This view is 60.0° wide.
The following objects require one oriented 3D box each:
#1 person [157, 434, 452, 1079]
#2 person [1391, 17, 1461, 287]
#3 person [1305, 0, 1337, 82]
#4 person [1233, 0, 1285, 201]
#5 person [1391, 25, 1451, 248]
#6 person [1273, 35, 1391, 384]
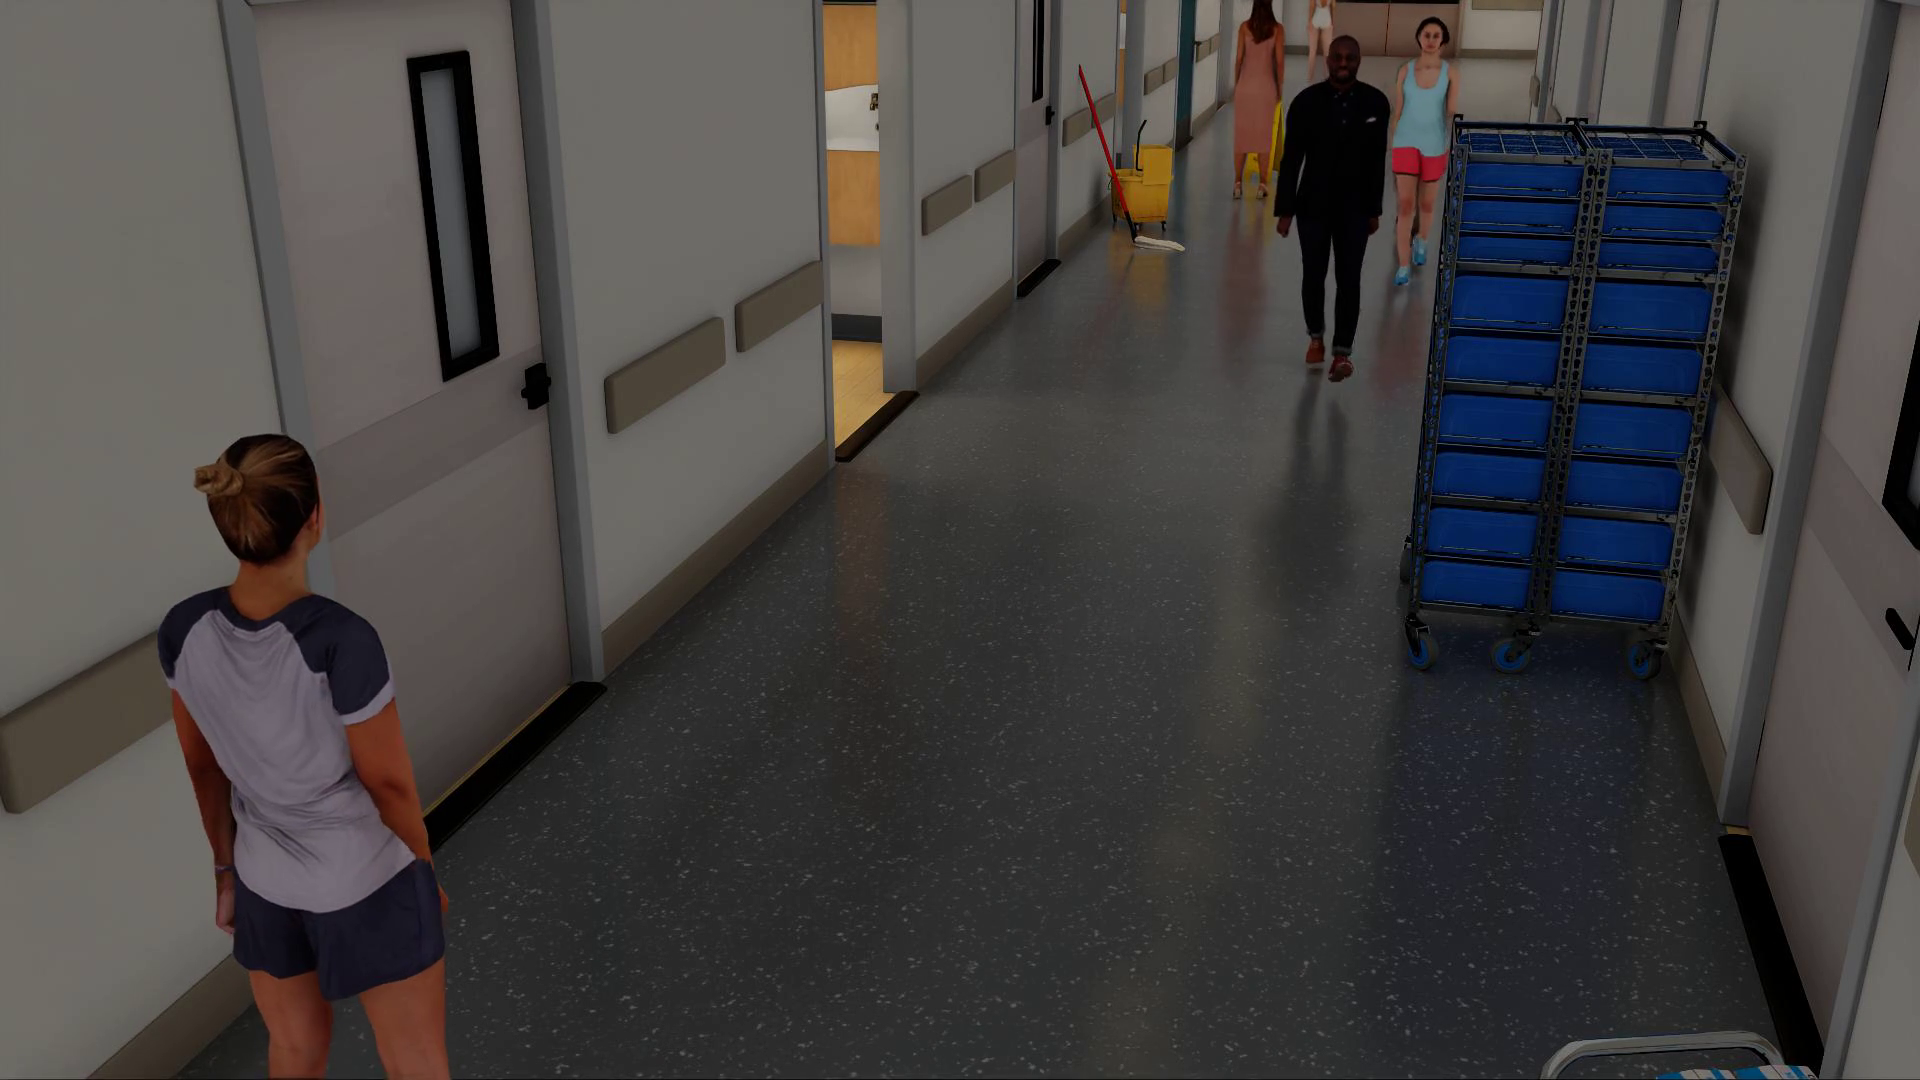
[{"bbox_3d":[-1.124,0.602,2.942,0.553,1.618,0.485,5,21,14],"label":"person"},{"bbox_3d":[3.135,-2.621,11.301,0.596,1.725,1.188,6,21,15],"label":"person"},{"bbox_3d":[5.405,-7.728,24.899,0.596,1.644,0.562,-1,21,-3],"label":"person"},{"bbox_3d":[2.580,-3.922,14.585,0.580,1.831,0.504,6,22,16],"label":"person"},{"bbox_3d":[3.487,-3.070,12.613,0.578,1.634,0.938,5,21,14],"label":"person"},{"bbox_3d":[2.015,-1.777,9.000,0.778,1.777,1.133,4,21,10],"label":"person"}]
